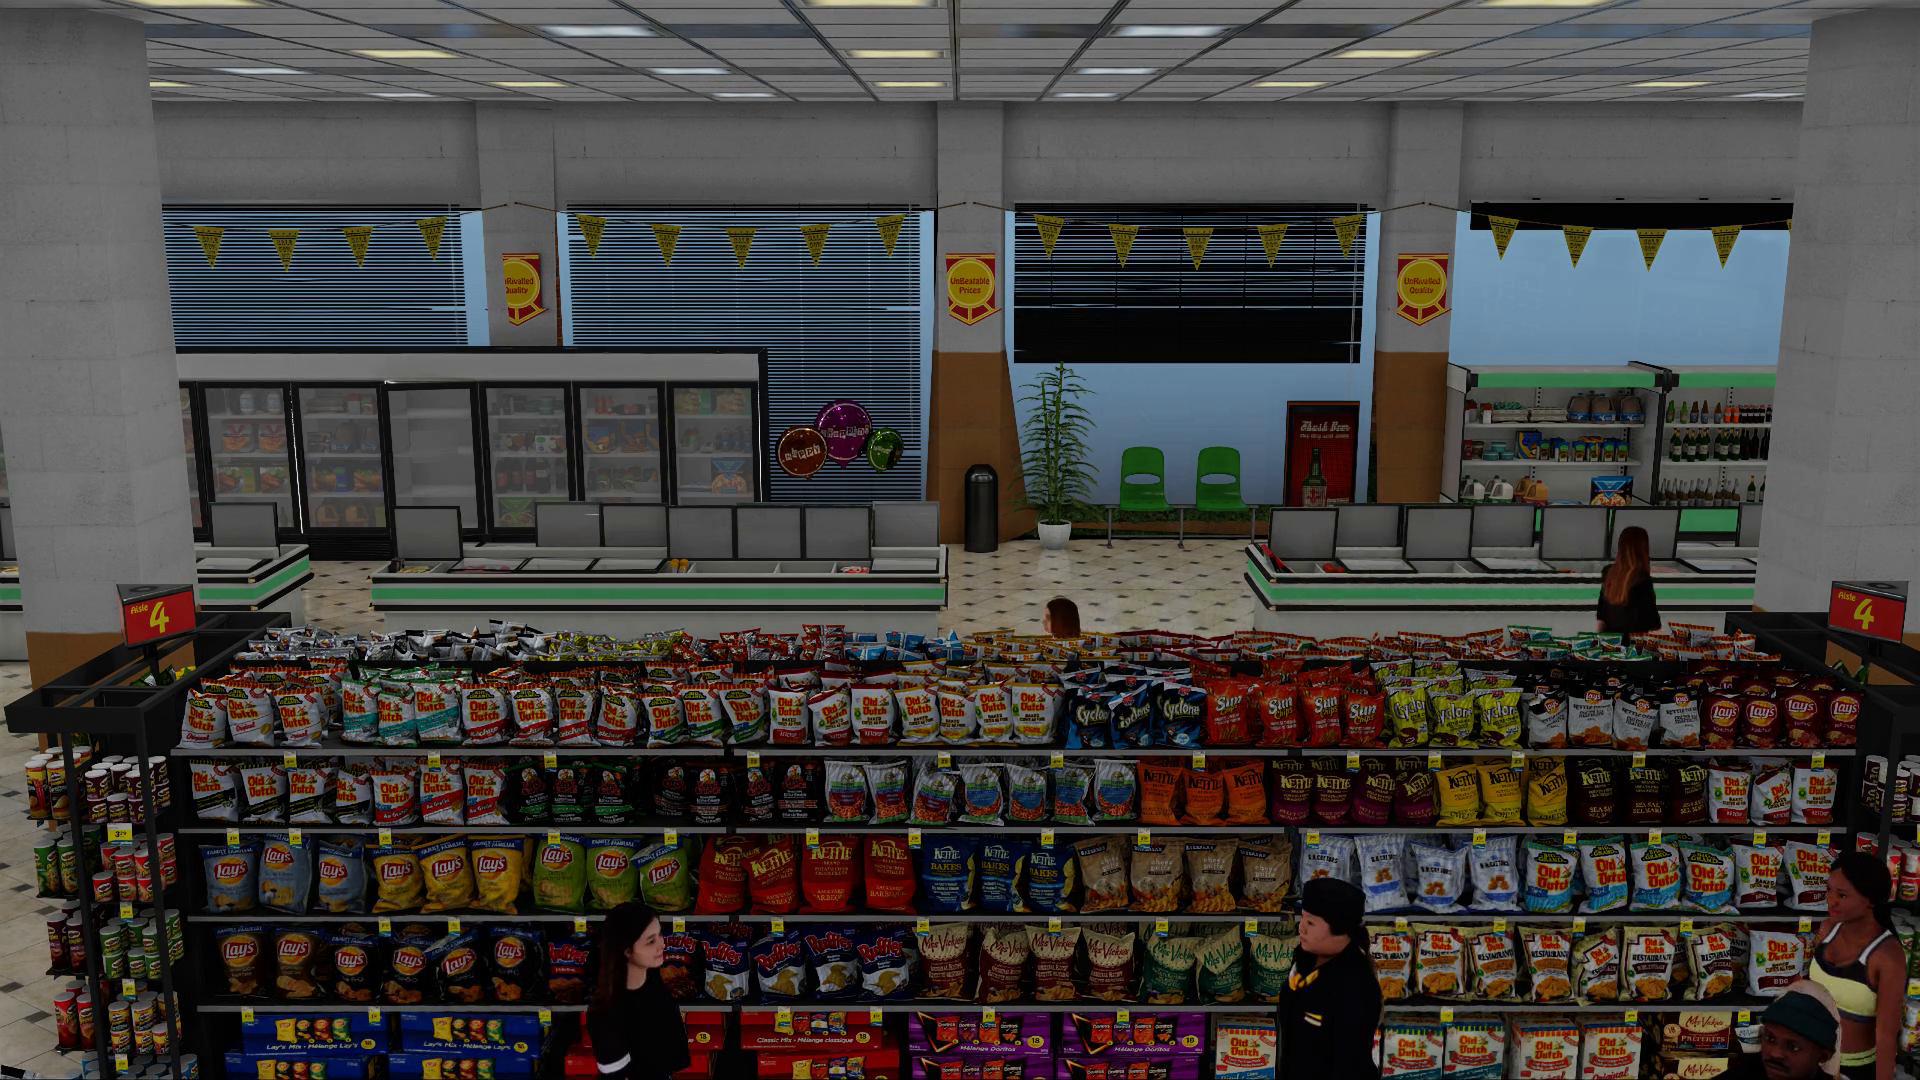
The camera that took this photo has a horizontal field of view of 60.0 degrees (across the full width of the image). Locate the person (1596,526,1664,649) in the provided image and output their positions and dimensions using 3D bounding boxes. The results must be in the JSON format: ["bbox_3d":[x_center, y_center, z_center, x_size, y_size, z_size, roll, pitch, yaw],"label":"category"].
[{"bbox_3d":[4.653,0.761,11.864,0.994,1.691,0.744,-3,12,-13],"label":"person"}]

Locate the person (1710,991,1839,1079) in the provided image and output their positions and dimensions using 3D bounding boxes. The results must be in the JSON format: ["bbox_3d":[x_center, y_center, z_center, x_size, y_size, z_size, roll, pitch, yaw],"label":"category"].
[{"bbox_3d":[2.370,2.165,4.889,0.813,1.818,0.760,-11,16,-42],"label":"person"}]

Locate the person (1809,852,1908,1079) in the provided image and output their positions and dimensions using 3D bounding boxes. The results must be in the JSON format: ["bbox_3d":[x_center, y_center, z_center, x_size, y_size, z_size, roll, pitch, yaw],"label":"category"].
[{"bbox_3d":[3.287,1.967,6.034,1.069,1.733,0.738,-3,12,-14],"label":"person"}]

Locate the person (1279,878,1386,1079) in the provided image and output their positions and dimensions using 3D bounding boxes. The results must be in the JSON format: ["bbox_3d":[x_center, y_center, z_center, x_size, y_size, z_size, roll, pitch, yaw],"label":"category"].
[{"bbox_3d":[1.394,2.012,5.986,0.766,1.665,0.792,-3,12,-13],"label":"person"}]

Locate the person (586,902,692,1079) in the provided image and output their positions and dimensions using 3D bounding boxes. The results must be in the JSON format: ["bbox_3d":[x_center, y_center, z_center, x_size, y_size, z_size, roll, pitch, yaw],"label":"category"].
[{"bbox_3d":[-1.248,2.053,5.936,1.038,1.606,0.752,3,12,13],"label":"person"}]
